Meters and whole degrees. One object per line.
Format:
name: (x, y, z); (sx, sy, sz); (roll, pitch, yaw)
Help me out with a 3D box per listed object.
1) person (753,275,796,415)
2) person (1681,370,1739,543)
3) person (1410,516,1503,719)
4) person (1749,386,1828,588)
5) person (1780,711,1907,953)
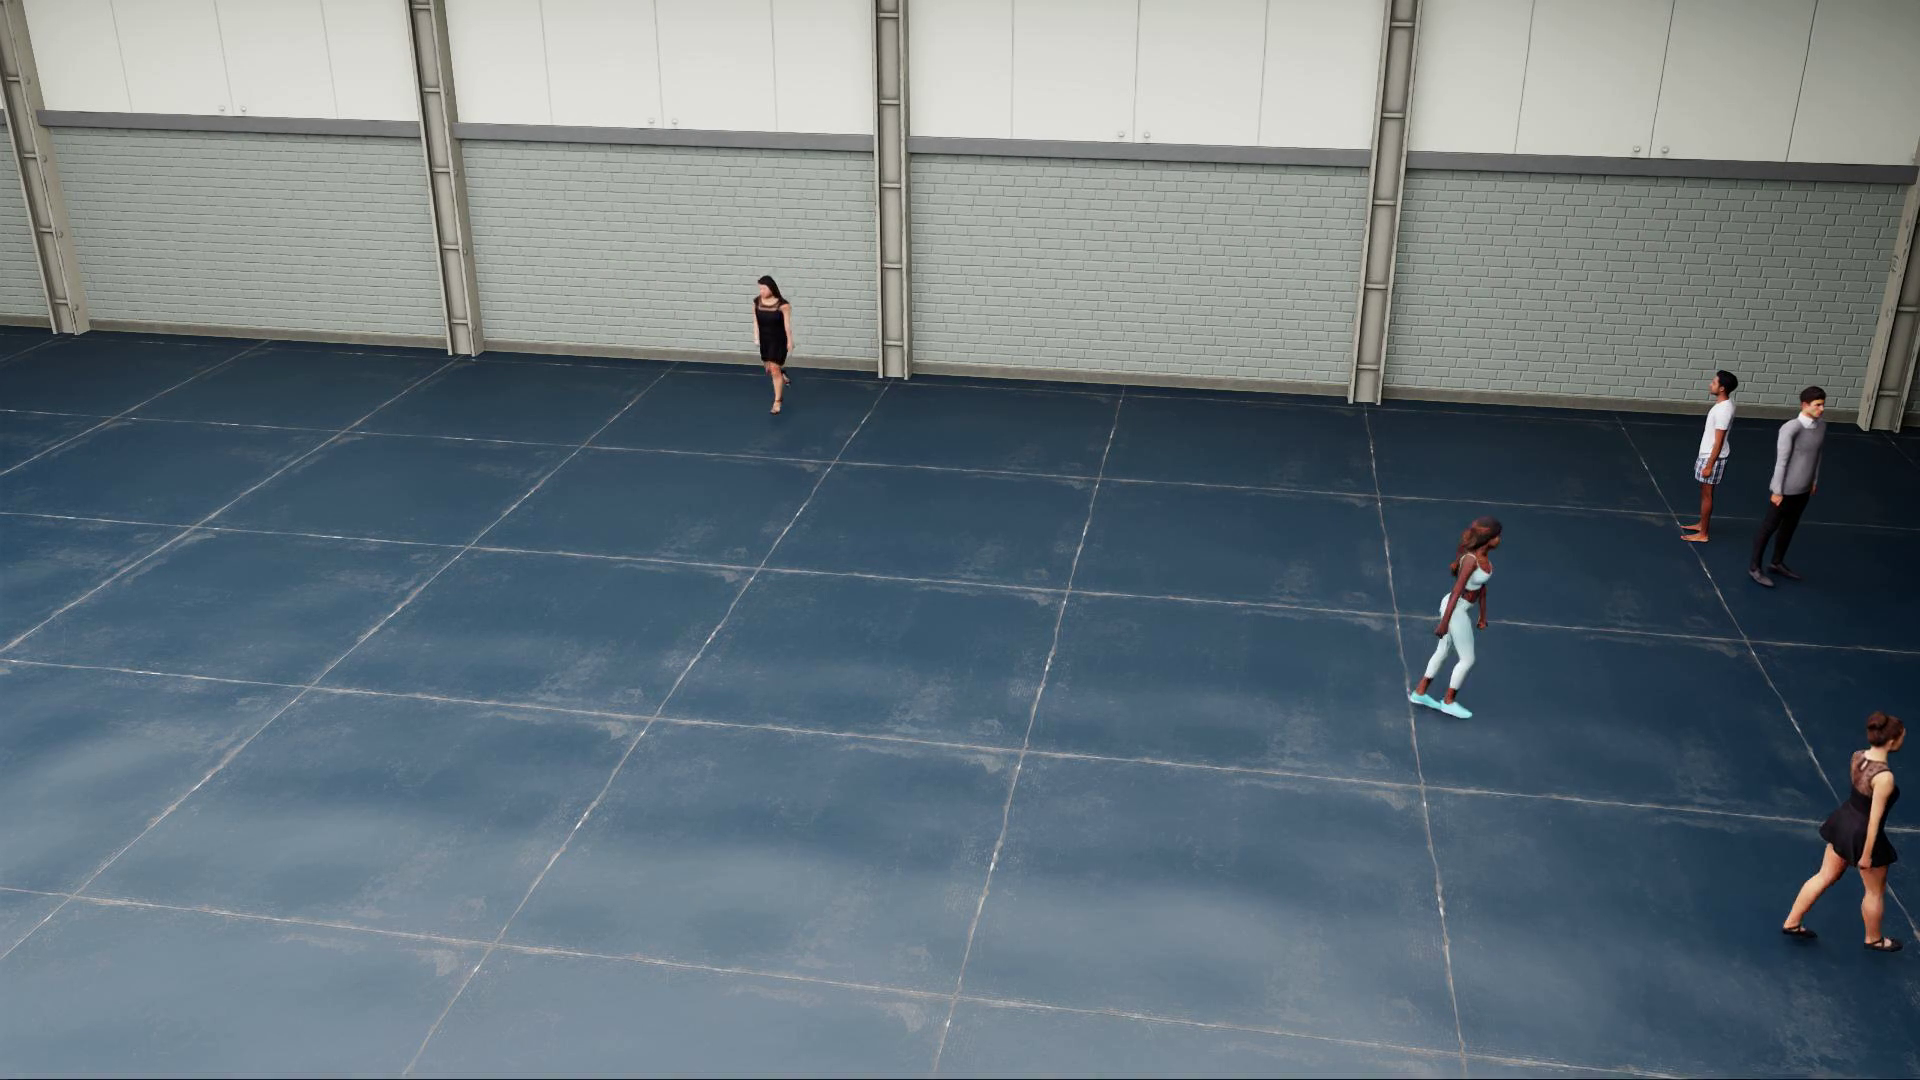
person: (-2.222, -2.393, 20.181); (0.951, 1.687, 0.878); (8, 24, 17)
person: (7.459, -0.839, 16.464); (0.615, 1.735, 0.677); (10, 25, 22)
person: (3.862, 0.605, 13.131); (0.820, 1.685, 0.700); (16, 28, 33)
person: (7.731, -0.524, 15.490); (0.759, 1.918, 0.873); (-10, 25, -22)
person: (5.492, 1.822, 10.312); (0.996, 1.652, 0.690); (0, 23, 0)
